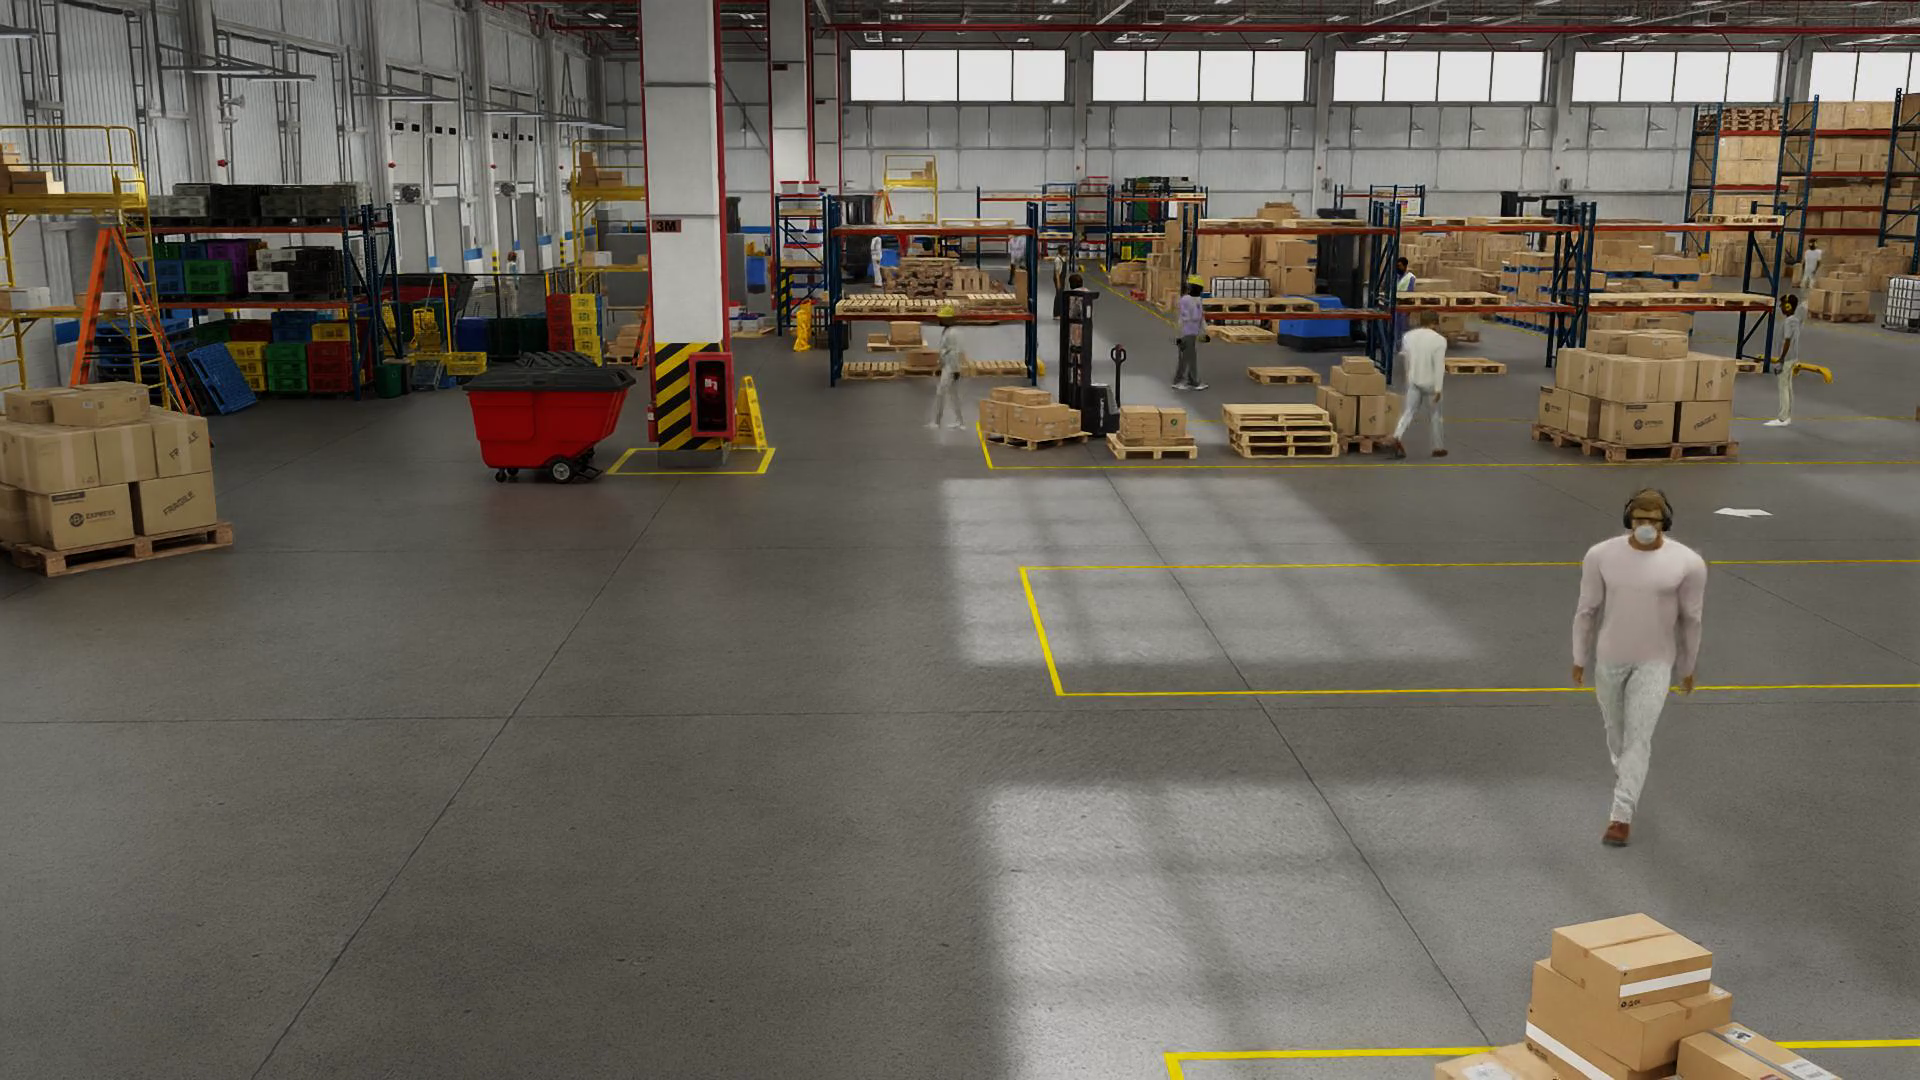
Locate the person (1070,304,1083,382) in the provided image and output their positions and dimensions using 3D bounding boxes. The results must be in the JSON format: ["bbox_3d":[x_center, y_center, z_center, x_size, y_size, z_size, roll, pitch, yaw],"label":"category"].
[{"bbox_3d":[1.734,-2.577,24.069,0.324,1.688,0.530,-2,13,-10],"label":"person"}]

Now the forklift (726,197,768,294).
[{"bbox_3d":[-6.619,-8.602,48.560,1.873,2.768,1.129,0,12,-2],"label":"forklift"}]

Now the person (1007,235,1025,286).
[{"bbox_3d":[1.827,-9.029,52.750,0.547,1.900,0.943,7,14,27],"label":"person"}]

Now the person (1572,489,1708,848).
[{"bbox_3d":[3.697,0.634,9.098,0.639,1.900,0.999,7,14,30],"label":"person"}]

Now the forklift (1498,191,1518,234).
[{"bbox_3d":[20.674,-11.779,62.902,1.873,2.768,1.129,0,12,-2],"label":"forklift"}]

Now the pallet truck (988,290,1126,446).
[{"bbox_3d":[1.257,-2.299,22.111,1.885,1.965,0.823,-9,15,-35],"label":"pallet truck"}]

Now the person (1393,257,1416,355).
[{"bbox_3d":[8.691,-4.590,32.668,0.395,1.911,0.581,-5,14,-23],"label":"person"}]

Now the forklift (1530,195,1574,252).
[{"bbox_3d":[18.606,-9.392,52.126,1.129,2.768,1.873,-1,13,-3],"label":"forklift"}]

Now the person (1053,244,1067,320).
[{"bbox_3d":[2.442,-6.253,40.344,0.341,1.839,0.501,4,13,18],"label":"person"}]

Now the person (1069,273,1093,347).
[{"bbox_3d":[1.993,-3.655,28.600,0.429,1.841,0.625,10,16,39],"label":"person"}]

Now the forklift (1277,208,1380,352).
[{"bbox_3d":[7.484,-5.258,33.460,1.873,2.768,1.129,-5,13,-22],"label":"forklift"}]

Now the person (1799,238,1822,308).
[{"bbox_3d":[22.395,-7.031,43.835,0.483,1.844,0.491,-9,15,-35],"label":"person"}]

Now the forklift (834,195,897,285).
[{"bbox_3d":[-3.065,-9.584,52.991,1.873,2.768,1.129,-7,14,-28],"label":"forklift"}]

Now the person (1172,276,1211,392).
[{"bbox_3d":[3.869,-3.381,27.297,0.890,1.872,0.600,8,15,33],"label":"person"}]

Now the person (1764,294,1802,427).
[{"bbox_3d":[11.615,-2.521,23.419,0.329,1.865,0.514,11,16,40],"label":"person"}]

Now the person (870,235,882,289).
[{"bbox_3d":[-2.573,-8.671,51.158,0.341,1.876,0.576,-5,13,-21],"label":"person"}]

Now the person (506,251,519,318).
[{"bbox_3d":[-10.961,-6.245,40.765,0.313,1.634,0.515,-8,15,-32],"label":"person"}]

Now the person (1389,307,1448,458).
[{"bbox_3d":[5.743,-1.951,20.769,0.630,1.906,0.858,12,17,43],"label":"person"}]

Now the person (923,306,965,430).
[{"bbox_3d":[-0.253,-2.376,23.079,0.756,1.712,0.515,-3,13,-13],"label":"person"}]
